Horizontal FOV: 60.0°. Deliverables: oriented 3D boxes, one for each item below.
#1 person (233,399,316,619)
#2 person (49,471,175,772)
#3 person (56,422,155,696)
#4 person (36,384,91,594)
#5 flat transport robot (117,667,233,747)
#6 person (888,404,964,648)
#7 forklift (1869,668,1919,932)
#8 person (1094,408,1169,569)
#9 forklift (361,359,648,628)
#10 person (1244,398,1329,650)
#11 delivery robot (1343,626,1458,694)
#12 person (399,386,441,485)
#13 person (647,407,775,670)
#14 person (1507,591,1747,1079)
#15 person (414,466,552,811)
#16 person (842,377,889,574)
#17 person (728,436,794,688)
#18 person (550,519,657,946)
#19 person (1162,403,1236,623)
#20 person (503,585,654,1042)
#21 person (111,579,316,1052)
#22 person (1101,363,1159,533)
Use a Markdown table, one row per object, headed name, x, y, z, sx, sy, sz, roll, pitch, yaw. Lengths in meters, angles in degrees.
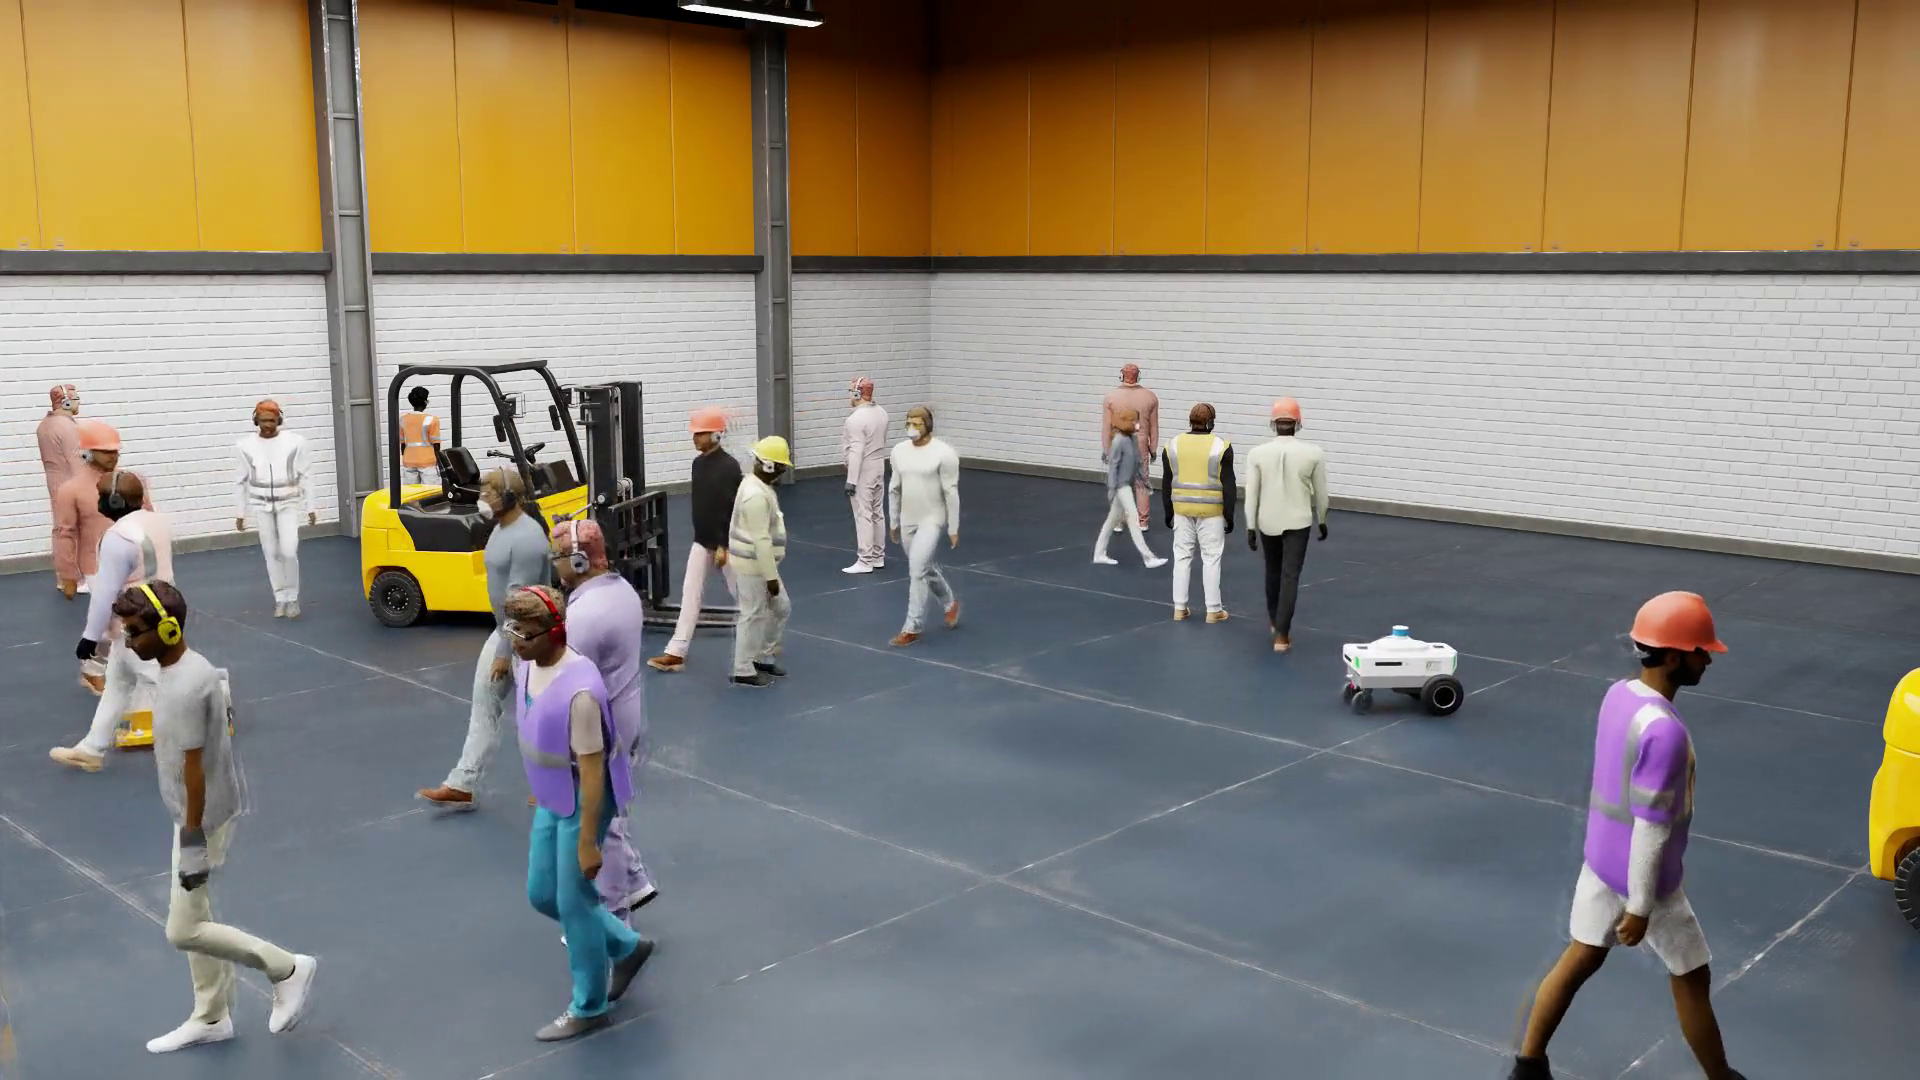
| name | x | y | z | sx | sy | sz | roll | pitch | yaw |
| --- | --- | --- | --- | --- | --- | --- | --- | --- | --- |
| person | -5.768 | -0.254 | 13.991 | 0.629 | 1.862 | 0.571 | -3 | 10 | -15 |
| person | -4.827 | 0.498 | 9.620 | 0.957 | 1.792 | 0.636 | -2 | 9 | -10 |
| person | -5.738 | 0.164 | 11.237 | 1.062 | 1.947 | 0.611 | 5 | 10 | 27 |
| person | -8.094 | -0.465 | 15.170 | 0.637 | 1.911 | 0.406 | 8 | 12 | 39 |
| flat transport robot | -5.124 | 1.054 | 10.860 | 0.652 | 0.197 | 1.431 | -4 | 10 | -24 |
| person | -0.253 | -0.144 | 13.252 | 0.649 | 1.905 | 0.942 | 7 | 12 | 37 |
| forklift | 5.205 | 0.723 | 7.013 | 2.313 | 2.155 | 1.214 | 9 | 13 | 43 |
| person | 1.685 | -0.511 | 16.424 | 0.844 | 1.588 | 0.509 | 4 | 10 | 24 |
| forklift | -3.850 | -0.407 | 13.936 | 2.313 | 2.155 | 1.214 | 2 | 9 | 11 |
| person | 2.571 | -0.139 | 13.098 | 0.615 | 1.943 | 1.042 | 4 | 10 | 22 |
| delivery robot | 2.943 | 0.819 | 11.147 | 0.707 | 0.478 | 0.477 | 0 | 9 | -2 |
| person | -5.832 | -0.817 | 18.003 | 0.529 | 1.690 | 0.321 | 3 | 10 | 20 |
| person | -1.803 | -0.011 | 12.296 | 1.044 | 1.948 | 0.622 | -9 | 13 | -43 |
| person | 2.370 | 1.097 | 5.666 | 0.996 | 1.884 | 0.547 | 0 | 9 | 0 |
| person | -2.490 | 0.563 | 8.908 | 0.950 | 1.901 | 0.635 | -6 | 11 | -33 |
| person | -0.946 | -0.628 | 16.167 | 0.405 | 1.911 | 0.636 | 4 | 10 | 24 |
| person | -1.378 | 0.172 | 11.612 | 0.515 | 1.791 | 0.610 | -1 | 9 | -3 |
| person | -1.597 | 0.845 | 7.221 | 0.418 | 1.885 | 0.641 | 0 | 9 | 1 |
| person | 2.008 | -0.229 | 13.929 | 0.634 | 1.841 | 0.429 | 5 | 10 | 26 |
| person | -1.461 | 1.033 | 6.324 | 0.587 | 1.806 | 0.621 | -6 | 11 | -34 |
| person | -2.781 | 1.035 | 6.172 | 0.559 | 1.844 | 0.617 | -6 | 11 | -32 |
| person | 1.892 | -1.027 | 18.619 | 0.651 | 1.906 | 0.403 | -1 | 9 | -7 |
